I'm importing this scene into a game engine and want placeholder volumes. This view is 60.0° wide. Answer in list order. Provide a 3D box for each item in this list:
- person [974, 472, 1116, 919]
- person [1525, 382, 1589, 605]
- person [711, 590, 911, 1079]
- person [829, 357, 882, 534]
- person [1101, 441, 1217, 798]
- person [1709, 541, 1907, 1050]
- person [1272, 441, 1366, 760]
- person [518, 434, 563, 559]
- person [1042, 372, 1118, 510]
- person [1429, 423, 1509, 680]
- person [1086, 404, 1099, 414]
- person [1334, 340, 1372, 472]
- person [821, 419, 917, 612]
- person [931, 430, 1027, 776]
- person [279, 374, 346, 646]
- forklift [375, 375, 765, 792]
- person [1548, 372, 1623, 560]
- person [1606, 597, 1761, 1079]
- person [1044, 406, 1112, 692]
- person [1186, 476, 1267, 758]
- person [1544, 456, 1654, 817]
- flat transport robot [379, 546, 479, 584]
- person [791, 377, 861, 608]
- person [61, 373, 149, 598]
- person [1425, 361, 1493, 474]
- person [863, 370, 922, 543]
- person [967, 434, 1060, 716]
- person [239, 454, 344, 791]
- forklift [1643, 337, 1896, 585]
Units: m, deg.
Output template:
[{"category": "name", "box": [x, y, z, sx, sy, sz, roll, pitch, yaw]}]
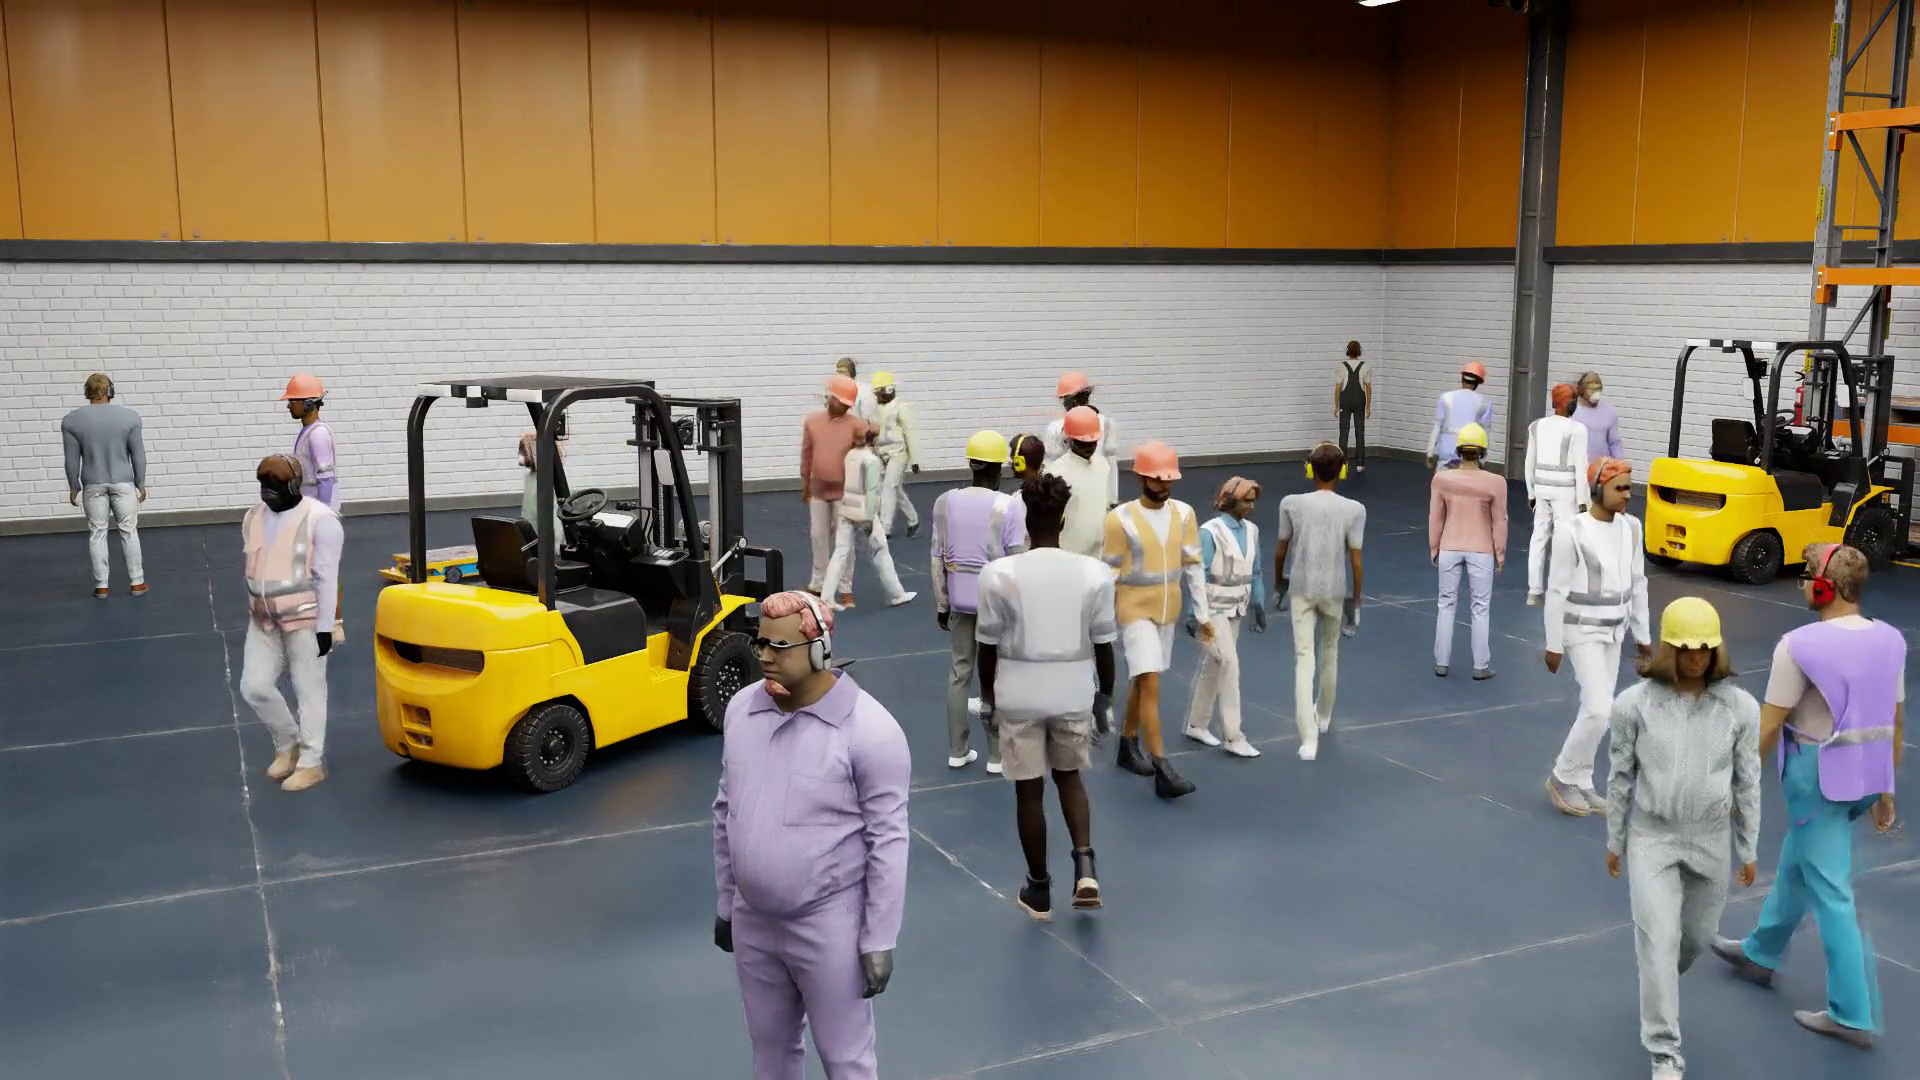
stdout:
[{"category": "person", "box": [0.362, 0.687, 7.164, 0.605, 1.936, 0.457, -2, 9, -10]}, {"category": "person", "box": [4.969, -0.367, 13.841, 0.337, 1.883, 0.584, -6, 11, -32]}, {"category": "person", "box": [-0.464, 1.084, 4.776, 0.651, 1.907, 0.409, 6, 11, 32]}, {"category": "person", "box": [-1.109, -1.044, 18.029, 0.640, 1.903, 0.972, 7, 11, 36]}, {"category": "person", "box": [1.088, 0.419, 8.949, 0.558, 1.890, 0.958, -5, 11, -29]}, {"category": "person", "box": [3.129, 0.898, 6.232, 0.576, 1.807, 0.911, -5, 10, -27]}, {"category": "person", "box": [2.096, 0.329, 9.760, 0.513, 1.818, 1.009, 2, 9, 9]}, {"category": "person", "box": [-3.175, -0.011, 12.540, 0.875, 1.586, 0.521, -5, 10, -28]}, {"category": "person", "box": [0.942, -0.378, 13.589, 0.612, 1.983, 1.050, -4, 10, -26]}, {"category": "person", "box": [3.485, 0.081, 11.422, 0.530, 1.772, 0.302, 5, 10, 27]}, {"category": "person", "box": [1.056, -0.301, 14.021, 0.372, 1.683, 0.546, -7, 12, -38]}, {"category": "person", "box": [5.491, -1.867, 23.273, 0.506, 1.847, 0.345, 2, 9, 10]}, {"category": "person", "box": [-0.799, -0.201, 13.717, 0.861, 1.590, 0.514, -7, 12, -39]}, {"category": "person", "box": [0.130, 0.346, 9.290, 0.594, 1.924, 0.379, 5, 11, 31]}, {"category": "person", "box": [-4.830, -0.216, 12.421, 0.376, 2.043, 0.609, -5, 10, -29]}, {"category": "forklift", "box": [-2.268, 0.149, 9.685, 1.214, 2.155, 2.313, 6, 11, 32]}, {"category": "person", "box": [5.764, -0.611, 15.362, 0.643, 1.897, 1.020, -3, 10, -19]}, {"category": "person", "box": [2.488, 1.017, 5.783, 0.493, 1.711, 0.810, 1, 9, 9]}, {"category": "person", "box": [0.707, 0.087, 10.823, 0.644, 1.959, 0.623, 8, 12, 40]}, {"category": "person", "box": [1.607, 0.442, 9.641, 0.738, 1.605, 0.531, 9, 13, 44]}, {"category": "person", "box": [3.266, 0.503, 8.514, 0.586, 1.869, 0.446, -6, 11, -33]}, {"category": "flat transport robot", "box": [-4.534, 0.199, 15.325, 0.652, 0.197, 1.431, 9, 13, 44]}, {"category": "person", "box": [-1.107, -0.401, 13.881, 0.789, 1.942, 0.462, 4, 10, 25]}, {"category": "person", "box": [-7.326, -0.462, 14.292, 0.627, 1.933, 0.375, -4, 10, -22]}, {"category": "person", "box": [5.074, -0.870, 16.940, 0.634, 1.889, 0.508, 3, 10, 19]}, {"category": "person", "box": [-0.670, -0.874, 17.280, 0.749, 1.797, 0.601, -5, 10, -27]}, {"category": "person", "box": [0.434, 0.256, 10.212, 0.522, 1.816, 0.959, -9, 13, -44]}, {"category": "person", "box": [-3.613, 0.443, 8.995, 0.636, 1.827, 0.445, 3, 10, 16]}, {"category": "forklift", "box": [7.551, -0.789, 15.507, 2.313, 2.155, 1.214, -4, 10, -25]}]
